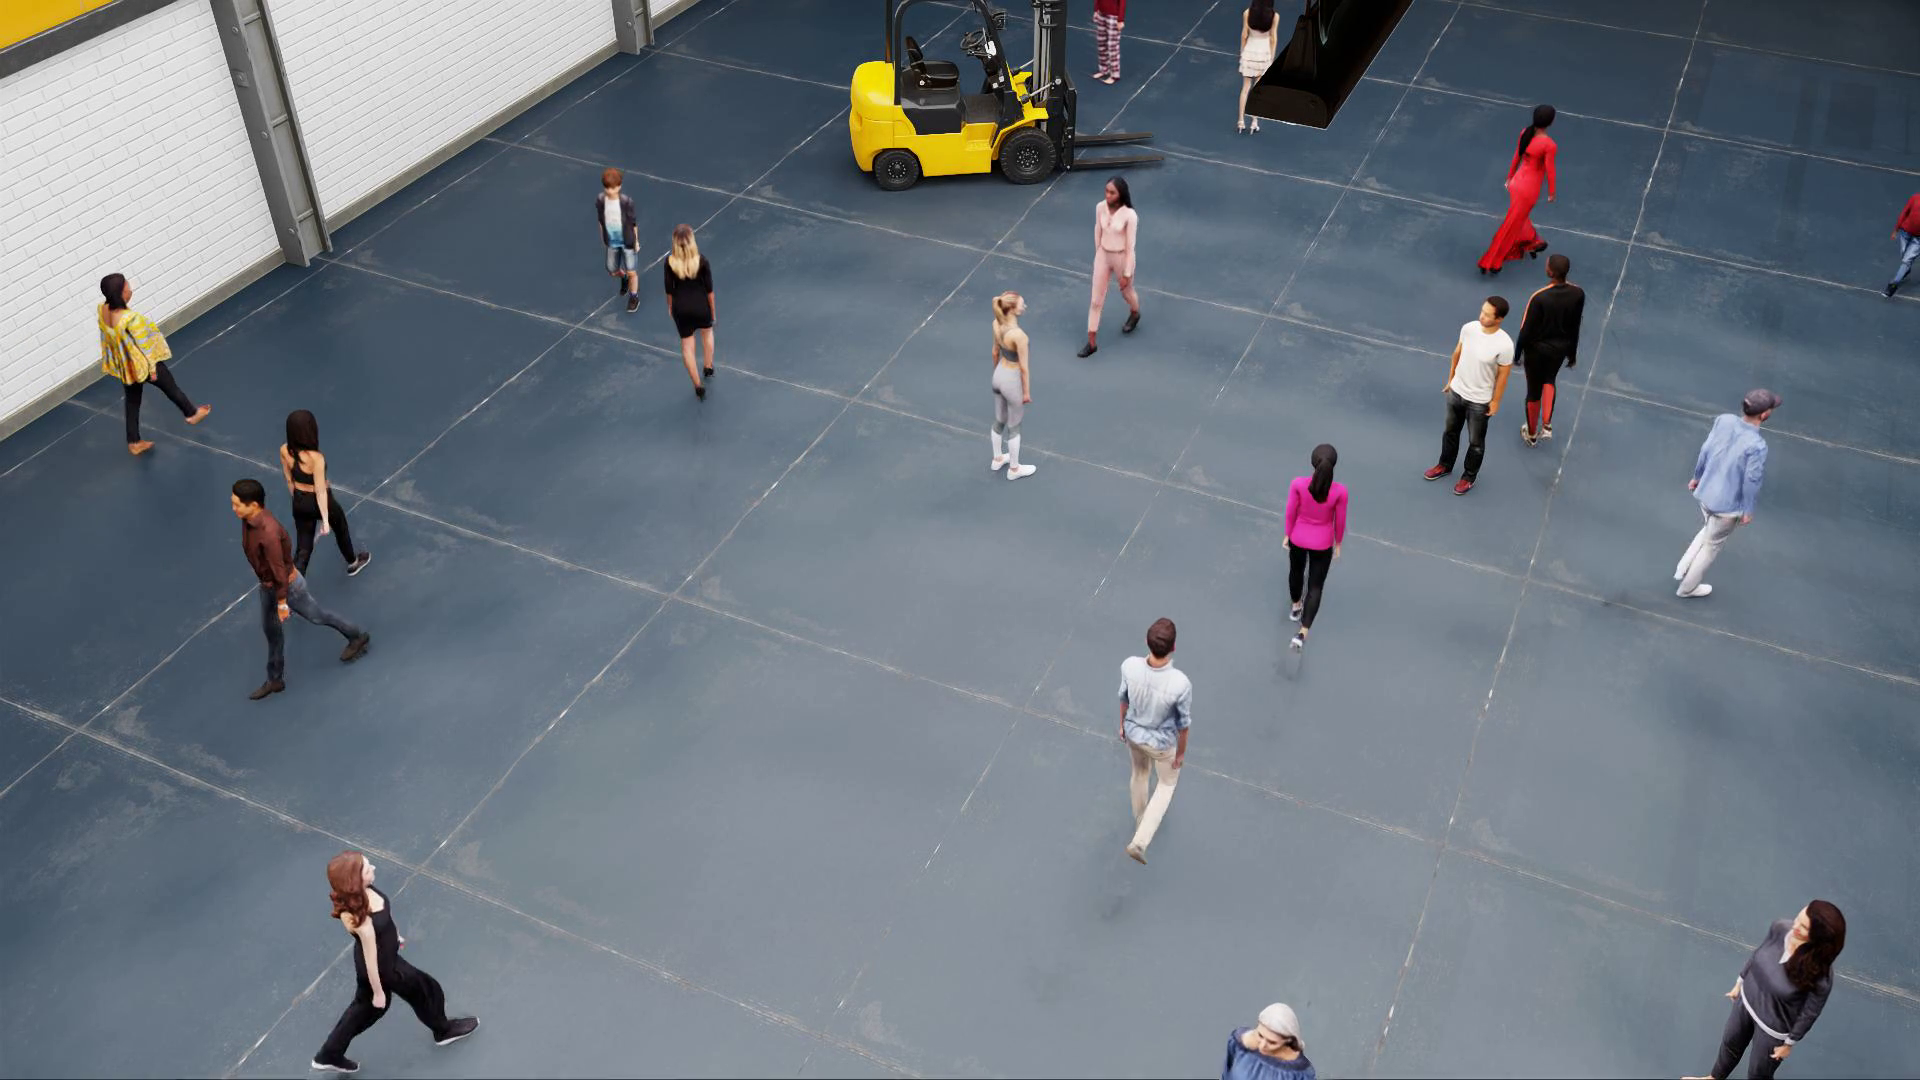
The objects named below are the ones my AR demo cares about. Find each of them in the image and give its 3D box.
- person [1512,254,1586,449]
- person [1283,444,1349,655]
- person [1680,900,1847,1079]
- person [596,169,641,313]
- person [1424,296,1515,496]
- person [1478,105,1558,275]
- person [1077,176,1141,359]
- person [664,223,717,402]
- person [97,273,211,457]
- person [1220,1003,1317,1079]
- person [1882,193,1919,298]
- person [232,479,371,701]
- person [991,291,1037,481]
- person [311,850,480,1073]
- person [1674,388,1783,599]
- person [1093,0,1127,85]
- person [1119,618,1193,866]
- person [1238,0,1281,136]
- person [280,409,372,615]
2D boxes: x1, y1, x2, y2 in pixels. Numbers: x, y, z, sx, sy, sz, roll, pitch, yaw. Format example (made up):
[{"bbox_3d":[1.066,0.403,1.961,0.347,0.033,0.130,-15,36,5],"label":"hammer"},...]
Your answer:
[{"bbox_3d":[4.916,-1.519,13.866,0.800,1.792,0.829,0,39,-1],"label":"person"},{"bbox_3d":[2.519,0.068,11.980,0.656,1.677,1.060,12,40,14],"label":"person"},{"bbox_3d":[4.305,2.509,8.843,0.744,1.767,0.668,-10,40,-12],"label":"person"},{"bbox_3d":[-3.216,-2.894,15.872,0.647,1.438,0.738,3,39,4],"label":"person"},{"bbox_3d":[4.173,-1.201,13.470,0.691,1.800,0.717,-28,46,-30],"label":"person"},{"bbox_3d":[5.435,-3.364,16.229,1.195,1.737,1.112,-14,41,-17],"label":"person"},{"bbox_3d":[1.478,-2.540,15.237,0.767,1.677,1.189,25,45,28],"label":"person"},{"bbox_3d":[-2.341,-1.942,14.503,0.766,1.659,0.862,-4,39,-5],"label":"person"},{"bbox_3d":[-6.936,-1.432,13.903,0.696,1.611,1.007,17,42,21],"label":"person"},{"bbox_3d":[1.556,2.866,8.469,0.704,1.686,0.795,26,45,29],"label":"person"},{"bbox_3d":[9.331,-3.014,16.191,0.950,1.228,0.741,-28,46,-31],"label":"person"},{"bbox_3d":[-4.651,0.287,11.650,1.253,1.737,0.927,-32,48,-33],"label":"person"},{"bbox_3d":[0.399,-1.272,13.627,0.647,1.705,0.633,-26,46,-29],"label":"person"},{"bbox_3d":[-3.275,2.338,9.104,1.181,1.708,1.061,-17,42,-20],"label":"person"},{"bbox_3d":[5.568,-0.317,12.292,0.845,1.879,0.776,-11,40,-13],"label":"person"},{"bbox_3d":[1.815,-6.342,19.979,0.657,1.701,0.684,-27,46,-30],"label":"person"},{"bbox_3d":[1.156,1.280,10.331,0.692,1.830,0.935,19,43,23],"label":"person"},{"bbox_3d":[3.358,-5.443,18.826,0.558,1.734,0.529,14,41,17],"label":"person"},{"bbox_3d":[-4.839,-0.176,12.340,0.728,1.597,1.195,7,39,9],"label":"person"}]
